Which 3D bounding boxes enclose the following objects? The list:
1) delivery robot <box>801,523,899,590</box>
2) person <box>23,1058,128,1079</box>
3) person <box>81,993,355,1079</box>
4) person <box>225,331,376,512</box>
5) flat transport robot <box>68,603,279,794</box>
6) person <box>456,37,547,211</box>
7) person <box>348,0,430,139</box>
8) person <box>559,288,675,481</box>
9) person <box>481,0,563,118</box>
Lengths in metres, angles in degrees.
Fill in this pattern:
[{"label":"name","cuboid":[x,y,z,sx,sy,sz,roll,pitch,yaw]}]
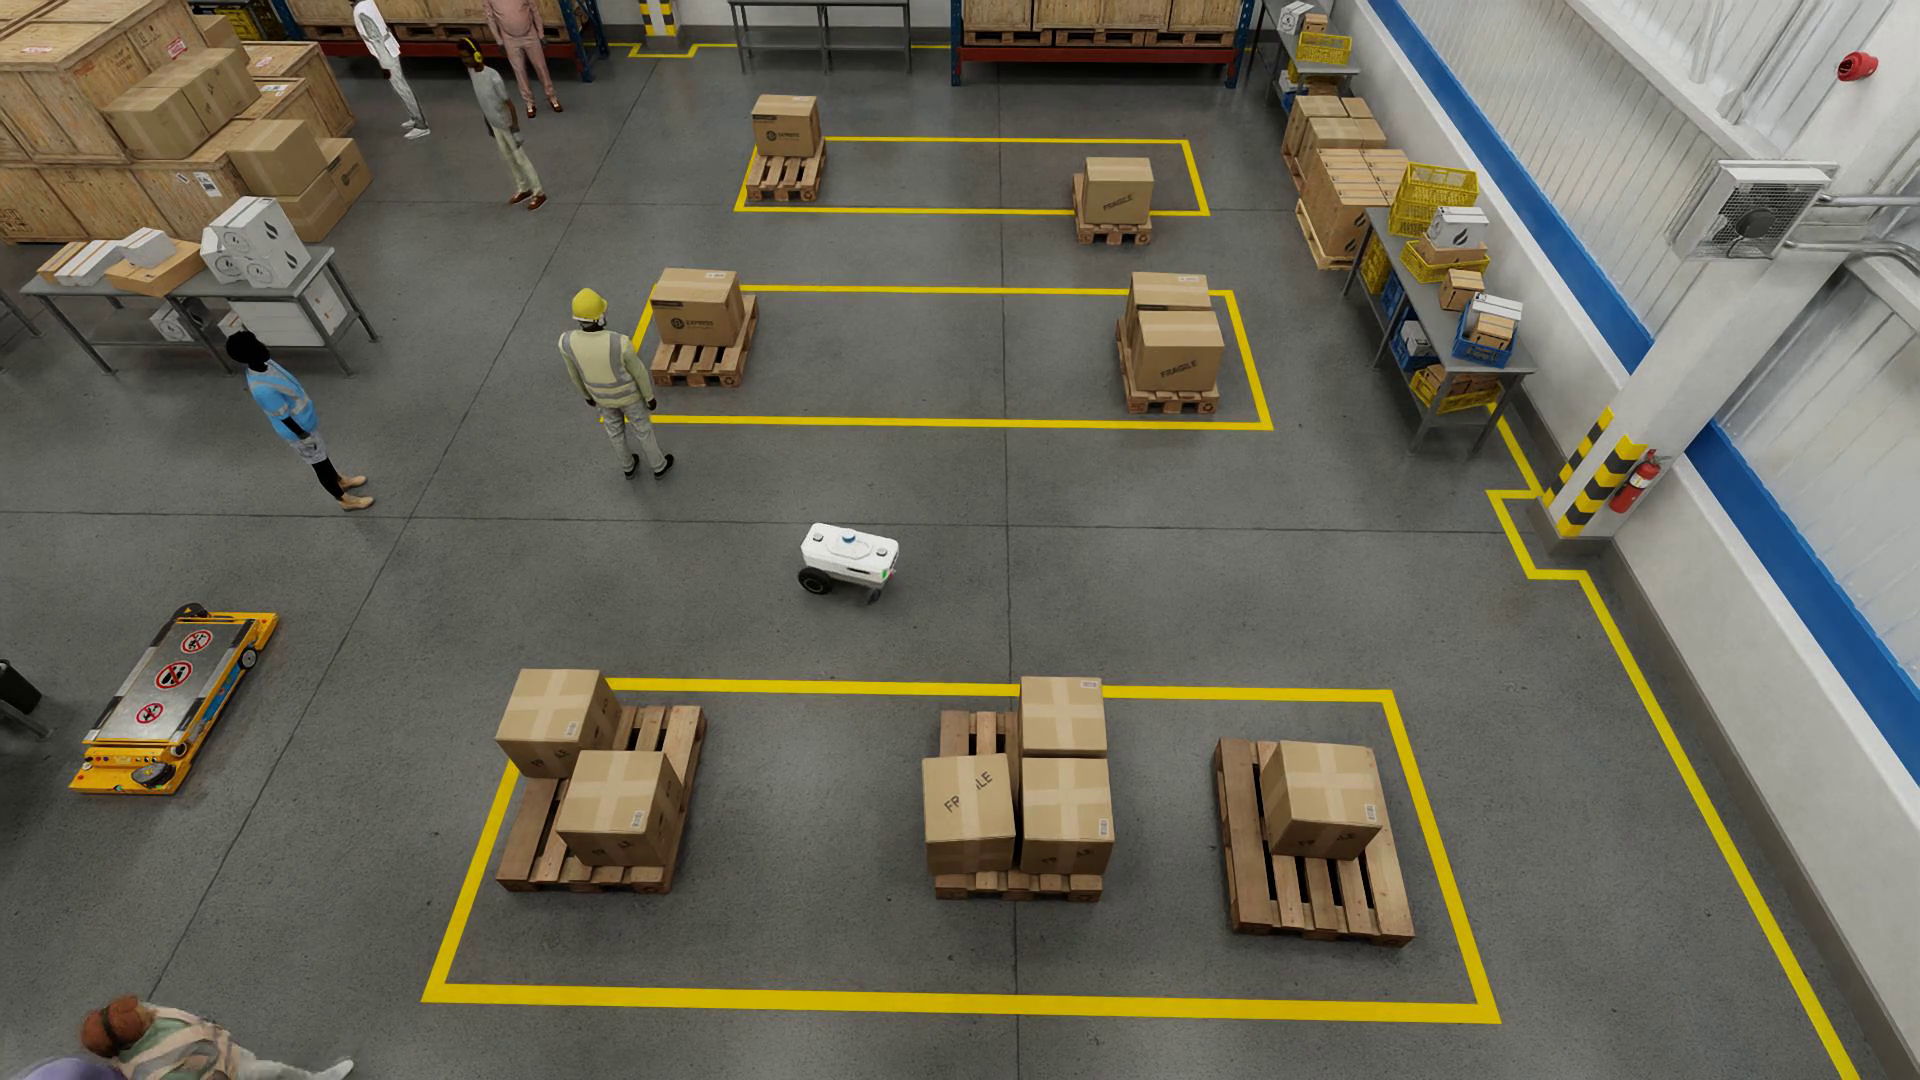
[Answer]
[{"label":"delivery robot","cuboid":[-0.832,0.104,7.017,0.707,0.478,0.477,13,51,11]},{"label":"person","cuboid":[-3.761,2.715,4.011,1.044,1.877,0.639,6,50,5]},{"label":"person","cuboid":[-3.591,2.510,4.352,0.541,1.618,0.502,29,56,22]},{"label":"person","cuboid":[-5.182,-0.918,7.197,0.318,1.697,0.533,-26,54,-20]},{"label":"flat transport robot","cuboid":[-5.504,1.072,6.442,0.652,0.197,1.431,1,50,1]},{"label":"person","cuboid":[-5.104,-4.610,10.210,0.535,1.868,0.309,24,54,19]},{"label":"person","cuboid":[-7.126,-6.005,11.363,0.391,1.913,0.587,-19,52,-15]},{"label":"person","cuboid":[-2.746,-1.205,7.352,0.603,1.830,0.404,3,50,3]},{"label":"person","cuboid":[-5.638,-6.448,11.742,0.641,1.908,0.407,-20,53,-16]}]
